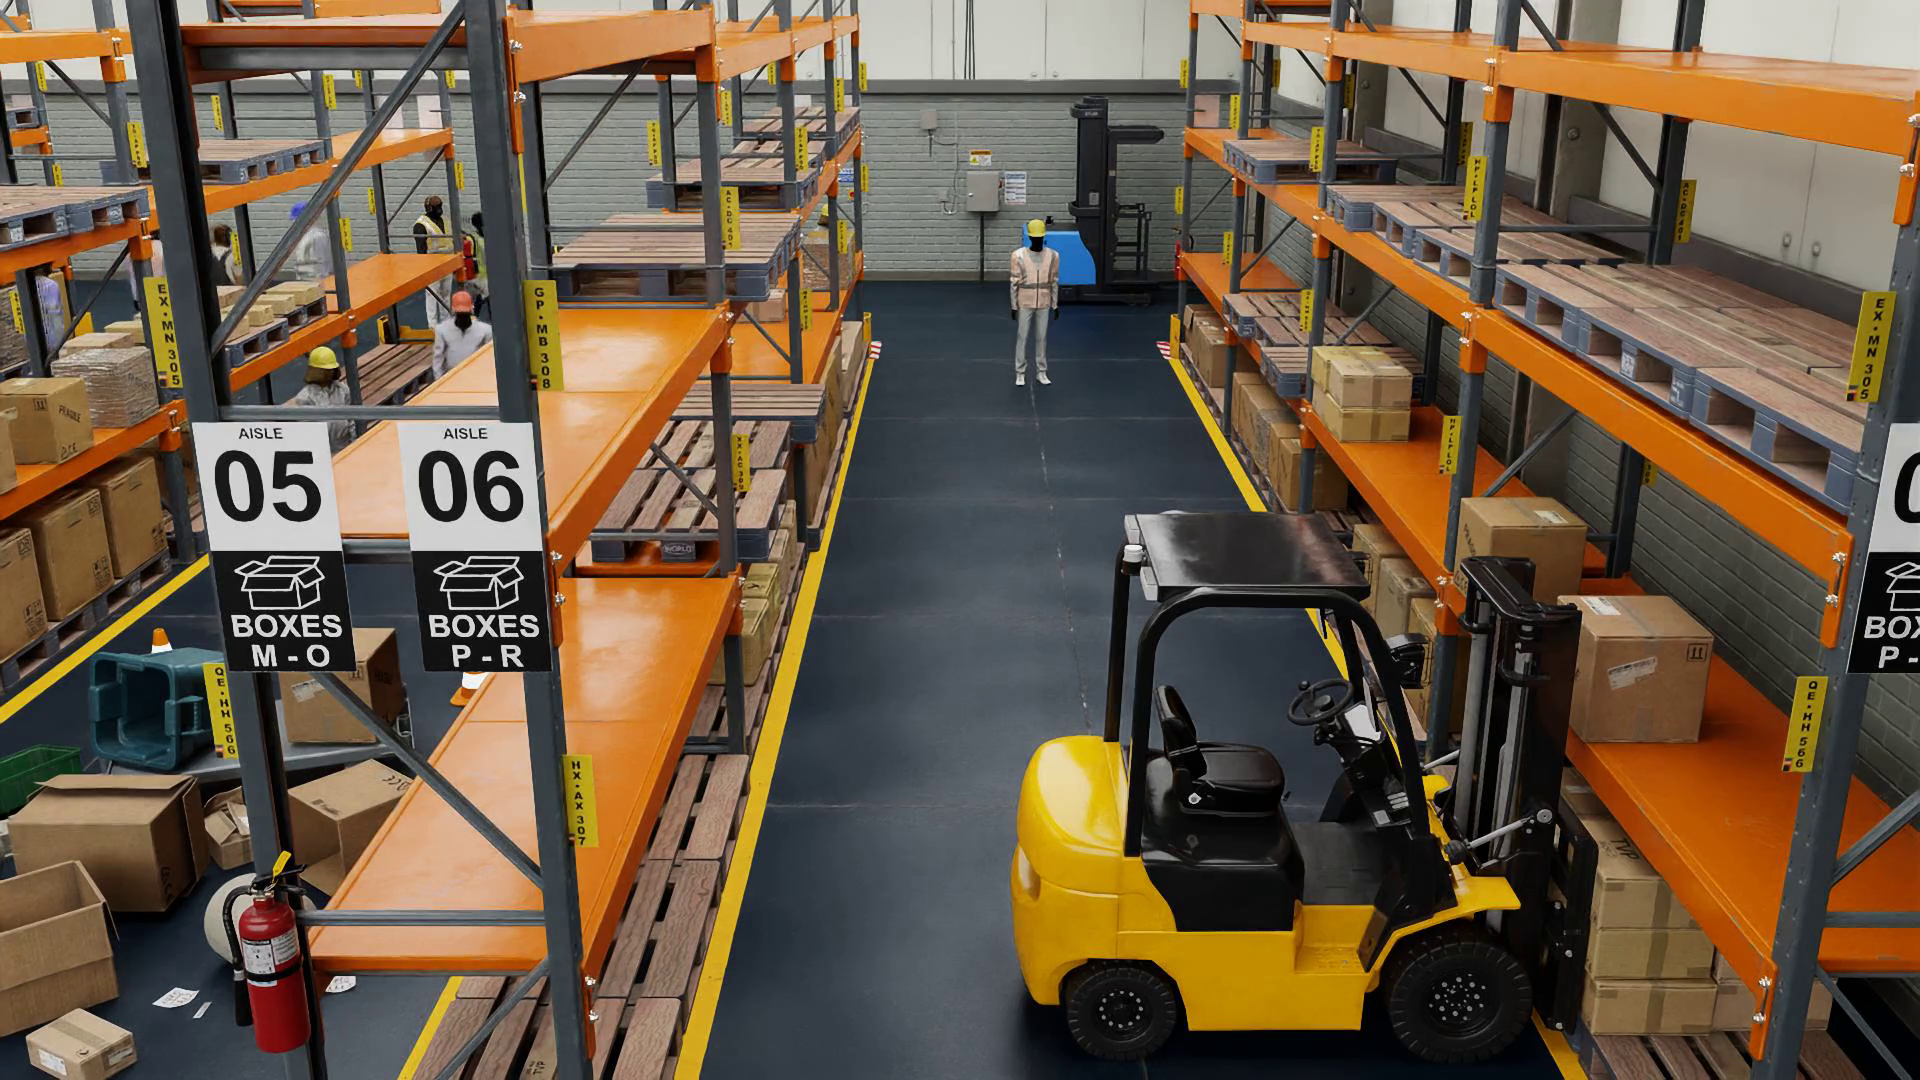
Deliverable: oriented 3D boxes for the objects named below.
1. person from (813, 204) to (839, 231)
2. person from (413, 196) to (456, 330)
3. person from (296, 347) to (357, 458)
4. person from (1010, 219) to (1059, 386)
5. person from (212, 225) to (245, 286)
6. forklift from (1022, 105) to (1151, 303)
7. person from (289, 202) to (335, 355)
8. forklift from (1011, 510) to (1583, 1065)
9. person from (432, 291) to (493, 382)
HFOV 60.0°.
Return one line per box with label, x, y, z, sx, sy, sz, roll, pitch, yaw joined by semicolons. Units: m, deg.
person;-1.746;-3.630;22.268;0.487;1.737;0.342;-12;22;-33
person;-6.985;-3.686;22.286;0.430;1.837;0.628;8;20;23
person;-5.070;-0.709;13.439;0.332;1.735;0.485;12;22;32
person;0.870;-2.750;19.300;0.586;1.928;0.369;-4;19;-11
person;-8.708;-2.857;19.838;0.494;1.780;0.976;-2;18;-7
forklift;1.857;-4.944;24.441;1.873;2.768;1.129;0;18;0
person;-8.167;-3.313;21.015;0.639;1.921;0.550;15;23;37
forklift;1.387;1.055;7.378;2.313;2.155;1.214;0;18;0
person;-4.736;-1.521;15.928;0.584;1.707;0.883;-2;18;-7
